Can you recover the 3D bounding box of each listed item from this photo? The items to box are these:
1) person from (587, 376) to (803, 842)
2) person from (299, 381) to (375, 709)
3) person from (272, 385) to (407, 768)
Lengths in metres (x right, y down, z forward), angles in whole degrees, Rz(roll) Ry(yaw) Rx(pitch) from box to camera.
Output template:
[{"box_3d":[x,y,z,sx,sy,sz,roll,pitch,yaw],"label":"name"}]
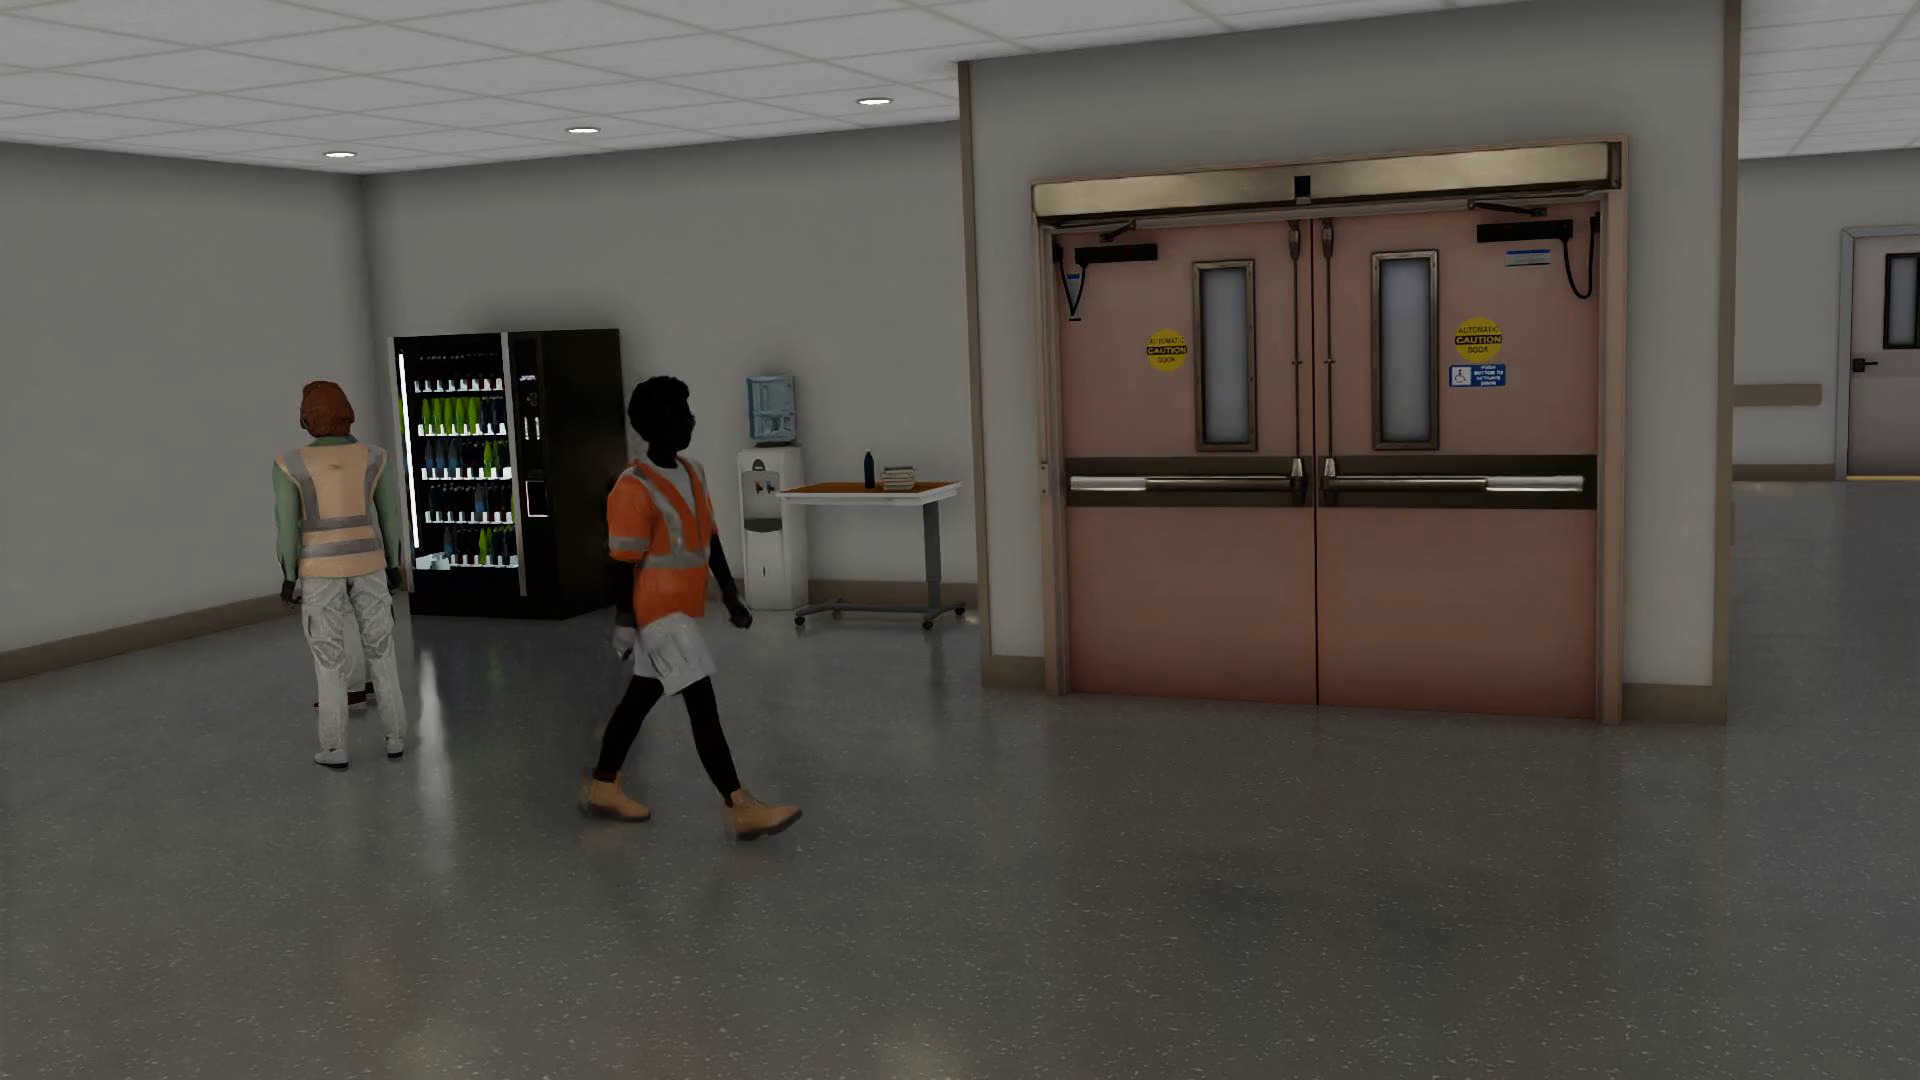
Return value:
[{"box_3d":[-1.032,0.241,5.936,0.908,1.647,0.535,-1,8,13],"label":"person"},{"box_3d":[-3.124,0.021,8.328,0.280,1.636,0.500,-2,7,1],"label":"person"},{"box_3d":[-2.654,0.155,7.146,0.521,1.638,0.311,-8,9,-35],"label":"person"}]
